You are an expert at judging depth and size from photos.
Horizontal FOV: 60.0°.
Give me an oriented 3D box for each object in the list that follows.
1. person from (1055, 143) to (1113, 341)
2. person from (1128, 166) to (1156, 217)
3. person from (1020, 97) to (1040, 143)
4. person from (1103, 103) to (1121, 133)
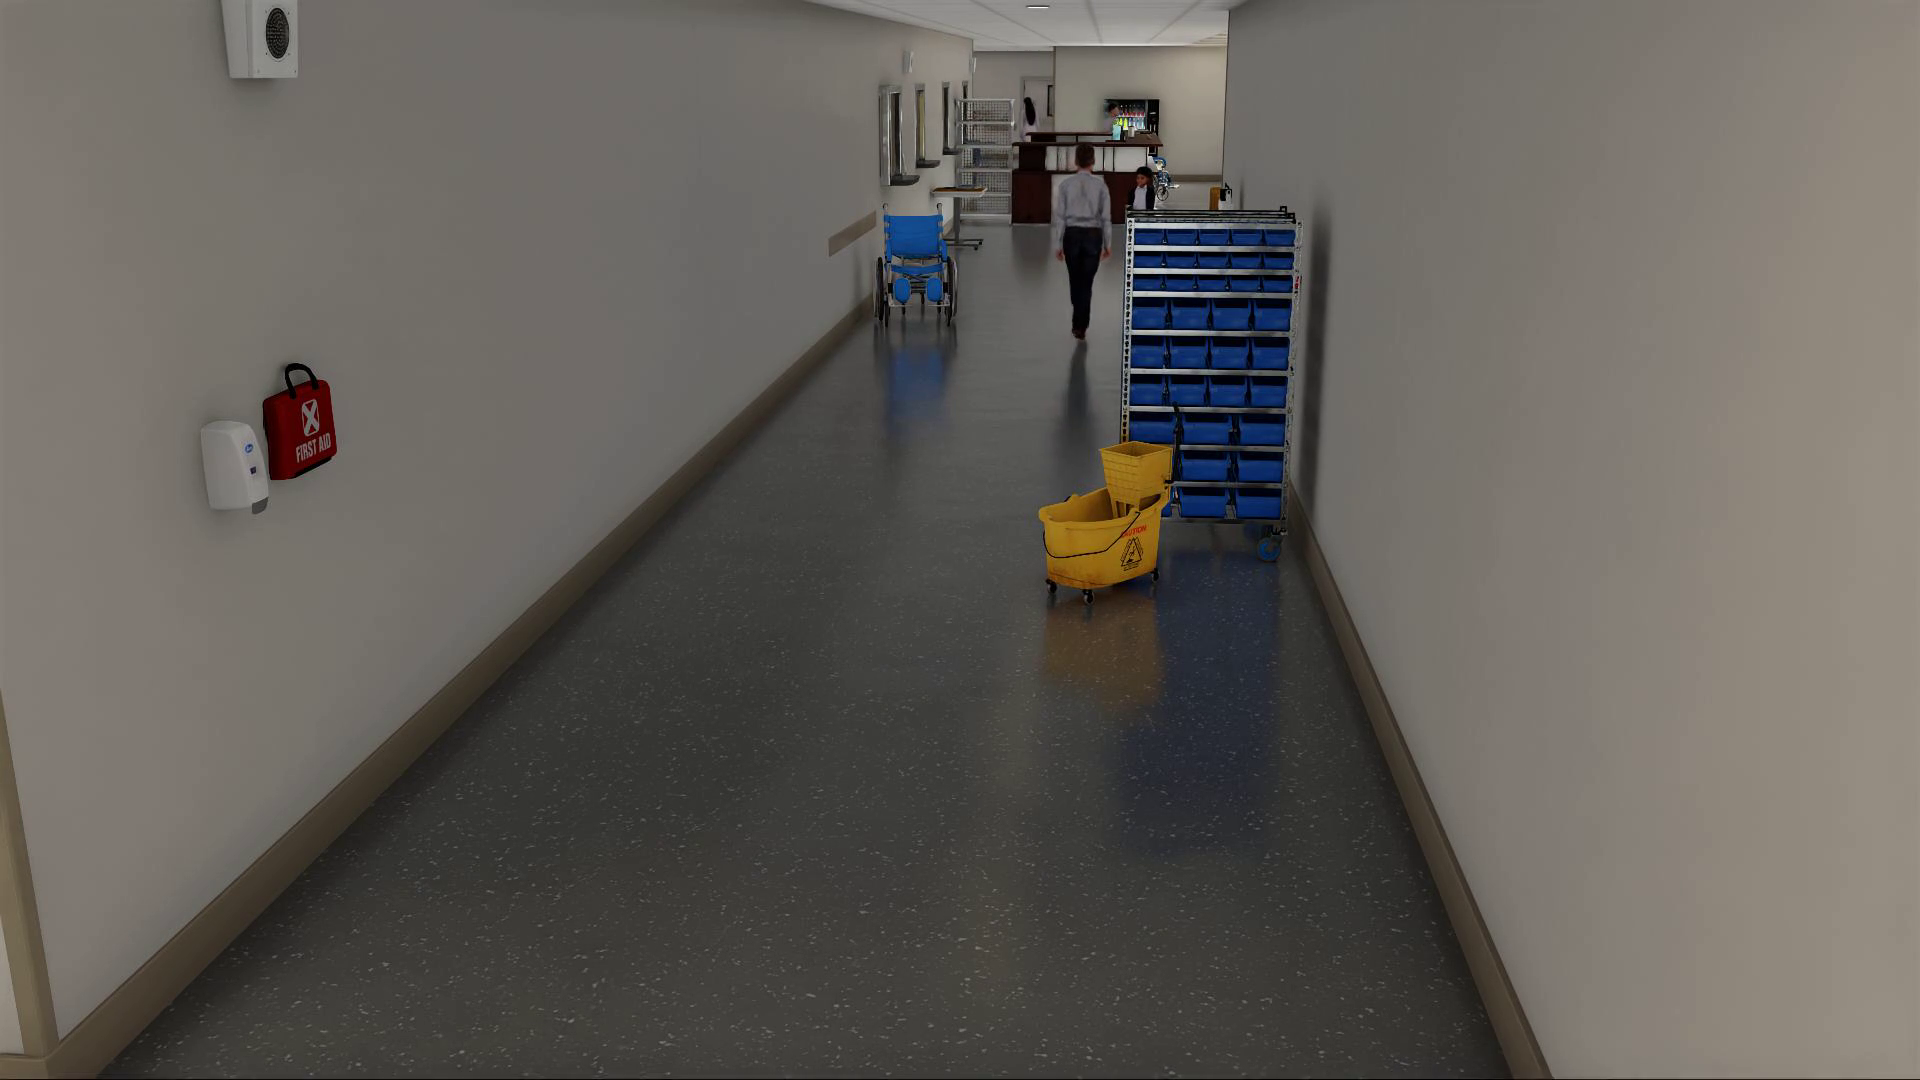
[{"bbox_3d":[1.126,-2.714,15.324,1.157,1.782,0.826,3,16,12],"label":"person"},{"bbox_3d":[2.387,-4.319,21.974,0.444,1.225,0.579,3,16,11],"label":"person"},{"bbox_3d":[1.809,-10.388,42.528,0.698,1.792,0.858,-1,16,-4],"label":"person"},{"bbox_3d":[2.912,-7.742,33.162,1.306,1.781,0.958,-4,16,-15],"label":"person"}]
